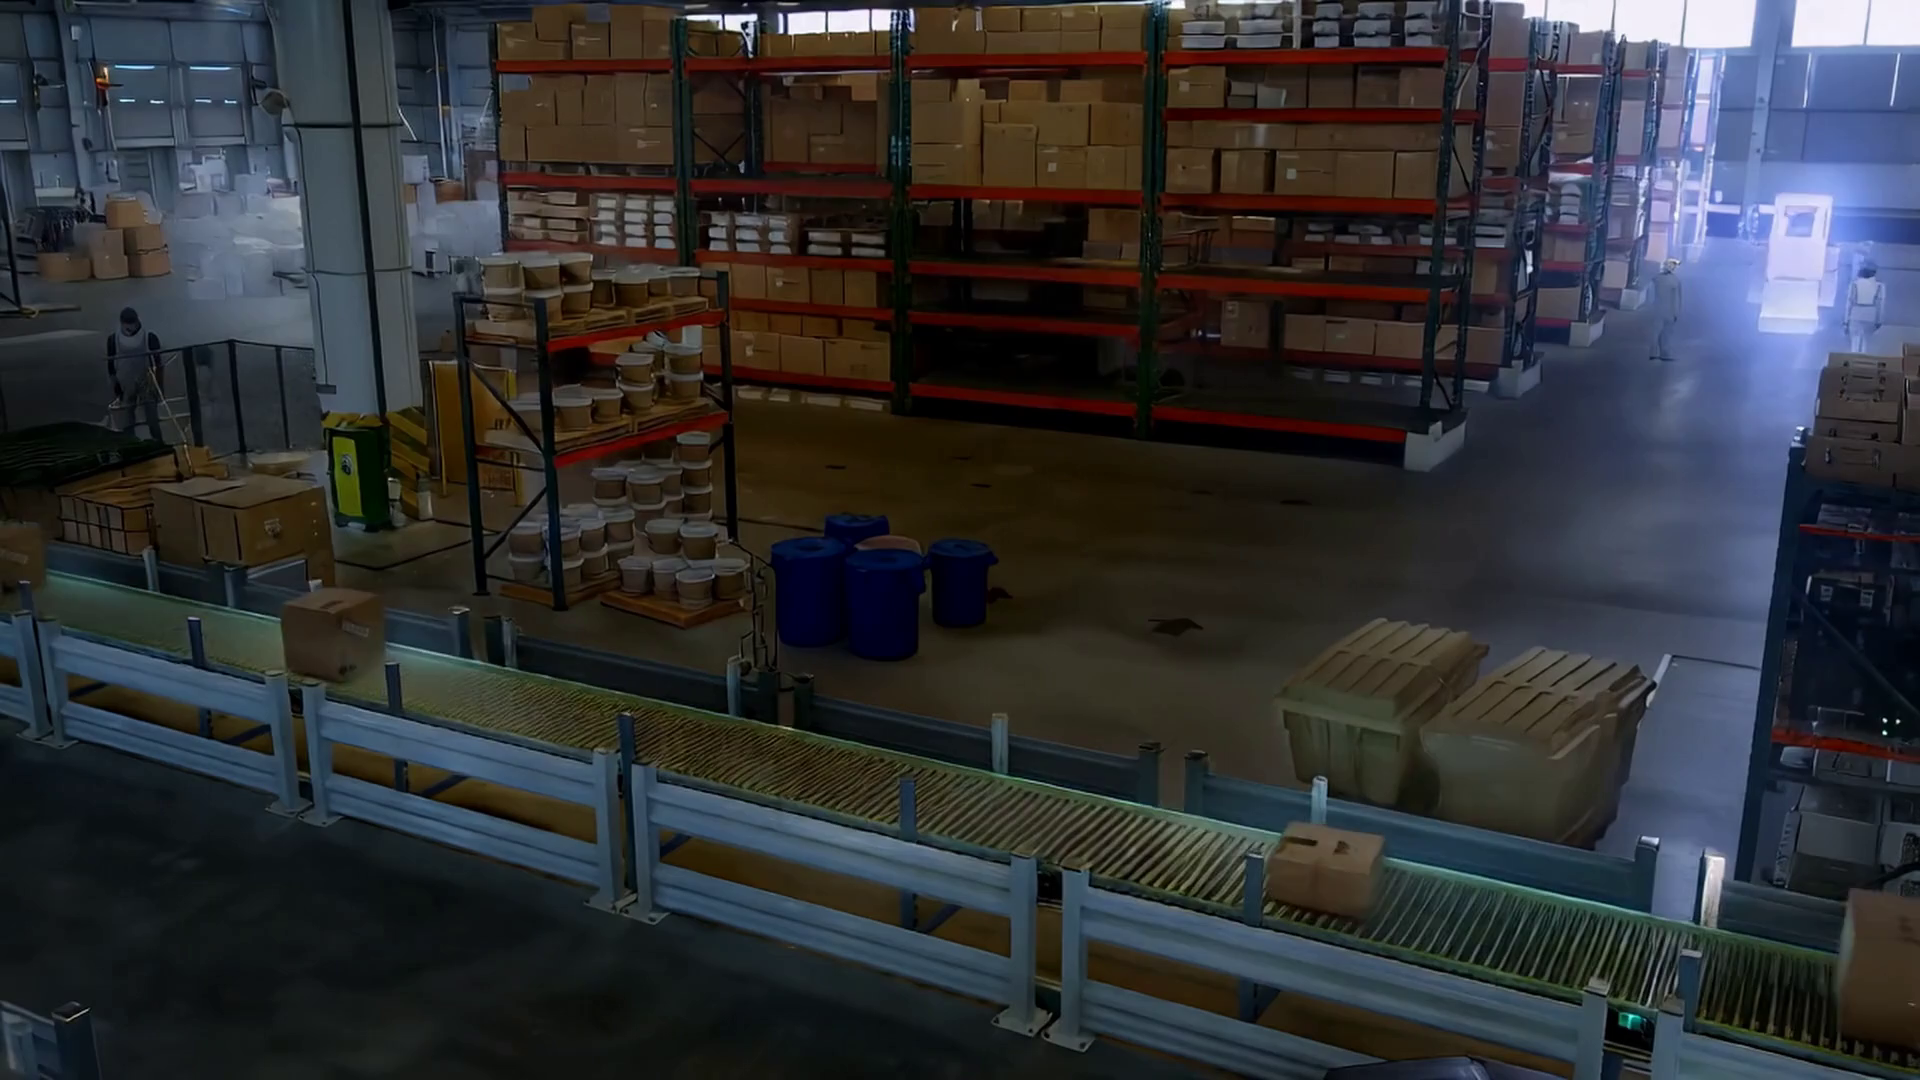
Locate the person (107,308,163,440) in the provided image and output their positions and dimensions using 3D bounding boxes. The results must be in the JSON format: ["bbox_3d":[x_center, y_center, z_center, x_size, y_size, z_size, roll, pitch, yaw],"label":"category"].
[{"bbox_3d":[-11.355,-2.189,22.937,0.674,2.000,0.535,-5,16,-20],"label":"person"}]

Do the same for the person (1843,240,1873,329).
[{"bbox_3d":[19.216,-5.450,35.487,0.635,1.899,0.399,-13,20,-40],"label":"person"}]

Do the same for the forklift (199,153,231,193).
[{"bbox_3d":[-27.440,-12.865,61.464,1.873,2.768,1.129,8,17,28],"label":"forklift"}]

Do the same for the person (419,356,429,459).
[{"bbox_3d":[-7.516,-1.952,22.610,0.466,1.753,0.523,8,17,28],"label":"person"}]

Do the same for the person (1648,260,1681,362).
[{"bbox_3d":[13.219,-4.285,31.096,0.400,1.902,0.642,-5,16,-18],"label":"person"}]

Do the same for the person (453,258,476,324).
[{"bbox_3d":[-9.386,-4.490,31.958,0.852,1.857,0.574,1,15,3],"label":"person"}]

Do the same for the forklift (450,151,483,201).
[{"bbox_3d":[-18.740,-13.643,64.388,1.873,2.768,1.129,0,15,1],"label":"forklift"}]

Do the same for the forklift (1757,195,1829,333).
[{"bbox_3d":[17.727,-5.900,35.281,1.129,2.768,1.873,8,17,27],"label":"forklift"}]

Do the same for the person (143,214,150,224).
[{"bbox_3d":[-23.254,-8.515,47.583,0.874,1.591,0.517,8,17,28],"label":"person"}]

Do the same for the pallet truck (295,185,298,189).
[{"bbox_3d":[-26.804,-14.617,69.738,1.885,1.965,0.823,-14,20,-42],"label":"pallet truck"}]

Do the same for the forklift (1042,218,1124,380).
[{"bbox_3d":[1.782,-4.041,28.290,1.873,2.768,1.129,8,17,28],"label":"forklift"}]

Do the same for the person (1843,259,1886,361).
[{"bbox_3d":[16.193,-4.010,29.814,0.637,2.019,0.690,9,17,29],"label":"person"}]

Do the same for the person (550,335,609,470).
[{"bbox_3d":[-5.110,-1.902,22.043,0.710,1.944,0.511,0,15,-1],"label":"person"}]

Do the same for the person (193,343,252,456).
[{"bbox_3d":[-10.154,-1.894,22.682,0.756,1.606,0.502,-7,16,-23],"label":"person"}]

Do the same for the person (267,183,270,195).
[{"bbox_3d":[-24.609,-11.681,58.887,0.891,1.906,0.543,-11,18,-35],"label":"person"}]
